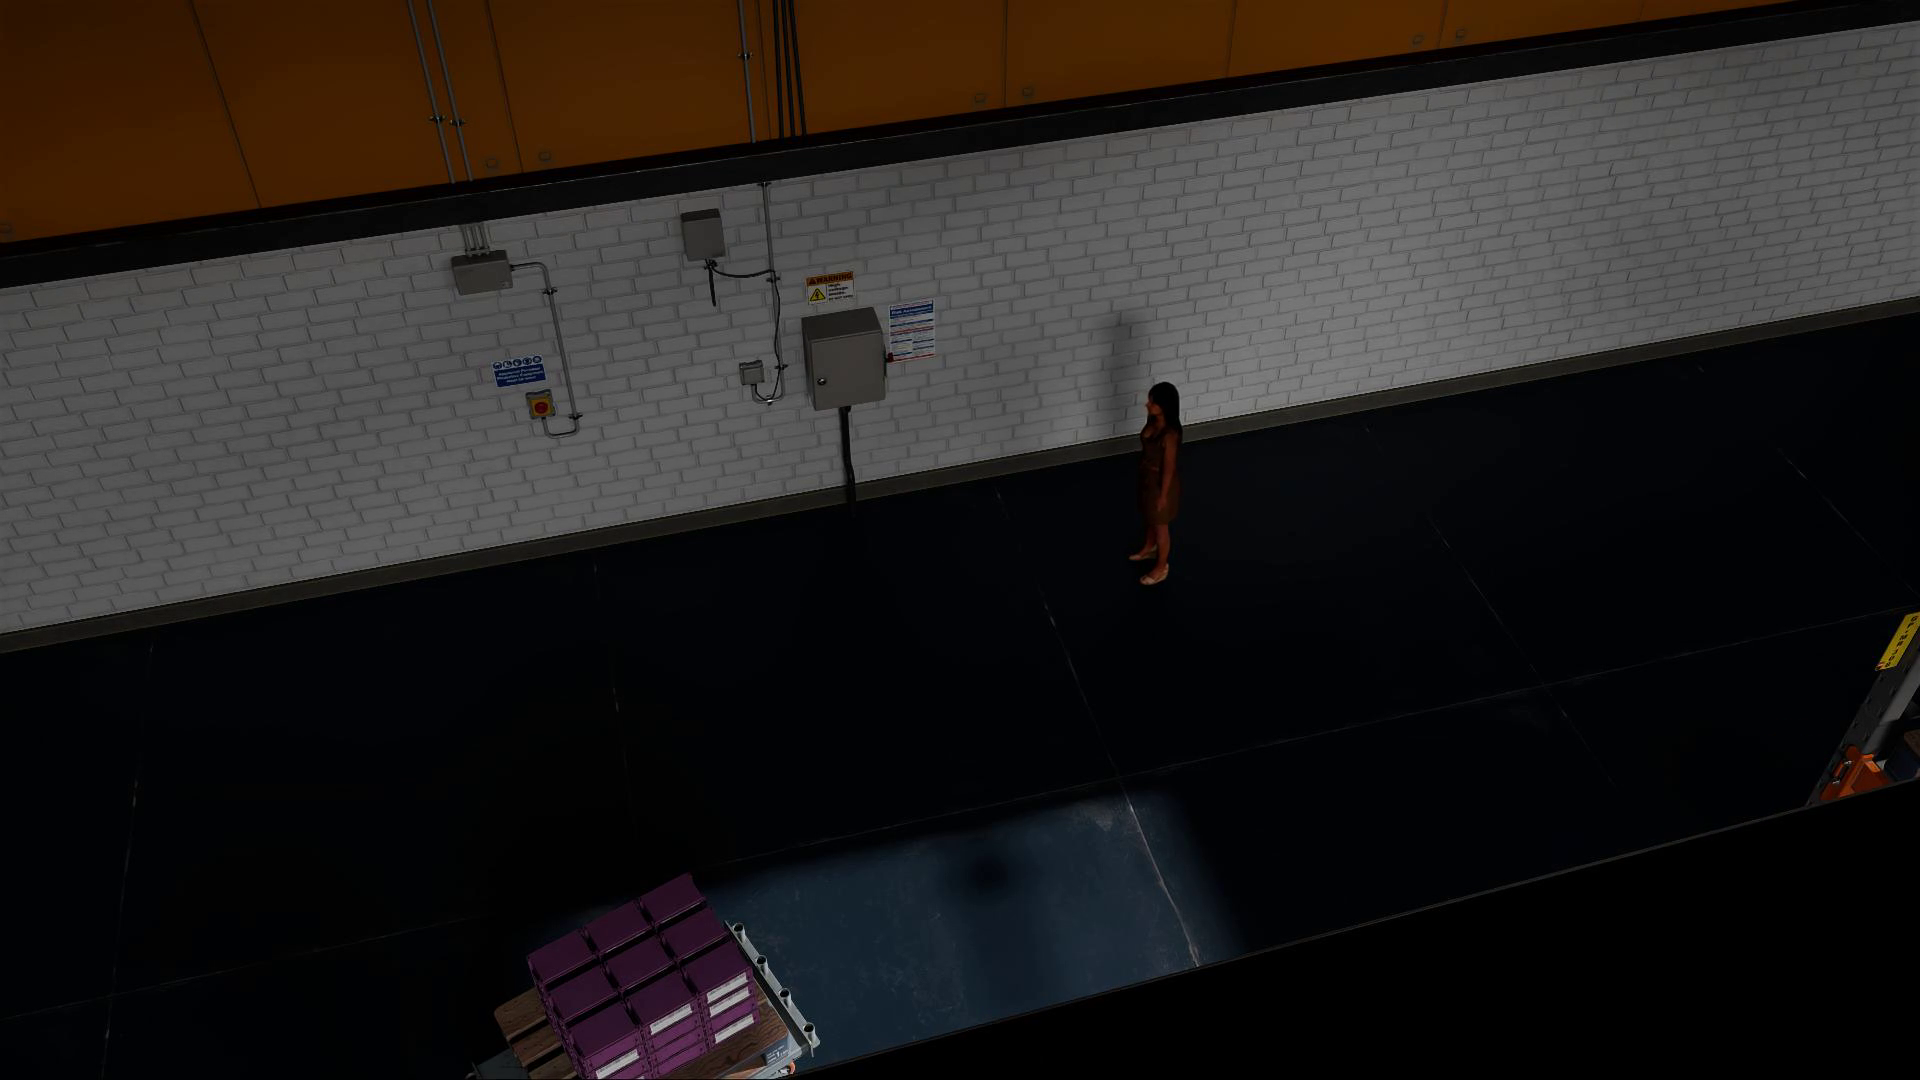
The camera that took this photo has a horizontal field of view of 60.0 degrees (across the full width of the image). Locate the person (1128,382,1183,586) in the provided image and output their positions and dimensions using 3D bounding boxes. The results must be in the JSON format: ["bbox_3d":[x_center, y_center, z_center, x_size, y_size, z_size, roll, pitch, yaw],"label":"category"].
[{"bbox_3d":[1.346,-0.394,11.278,0.610,1.686,0.439,-11,45,-11],"label":"person"}]
